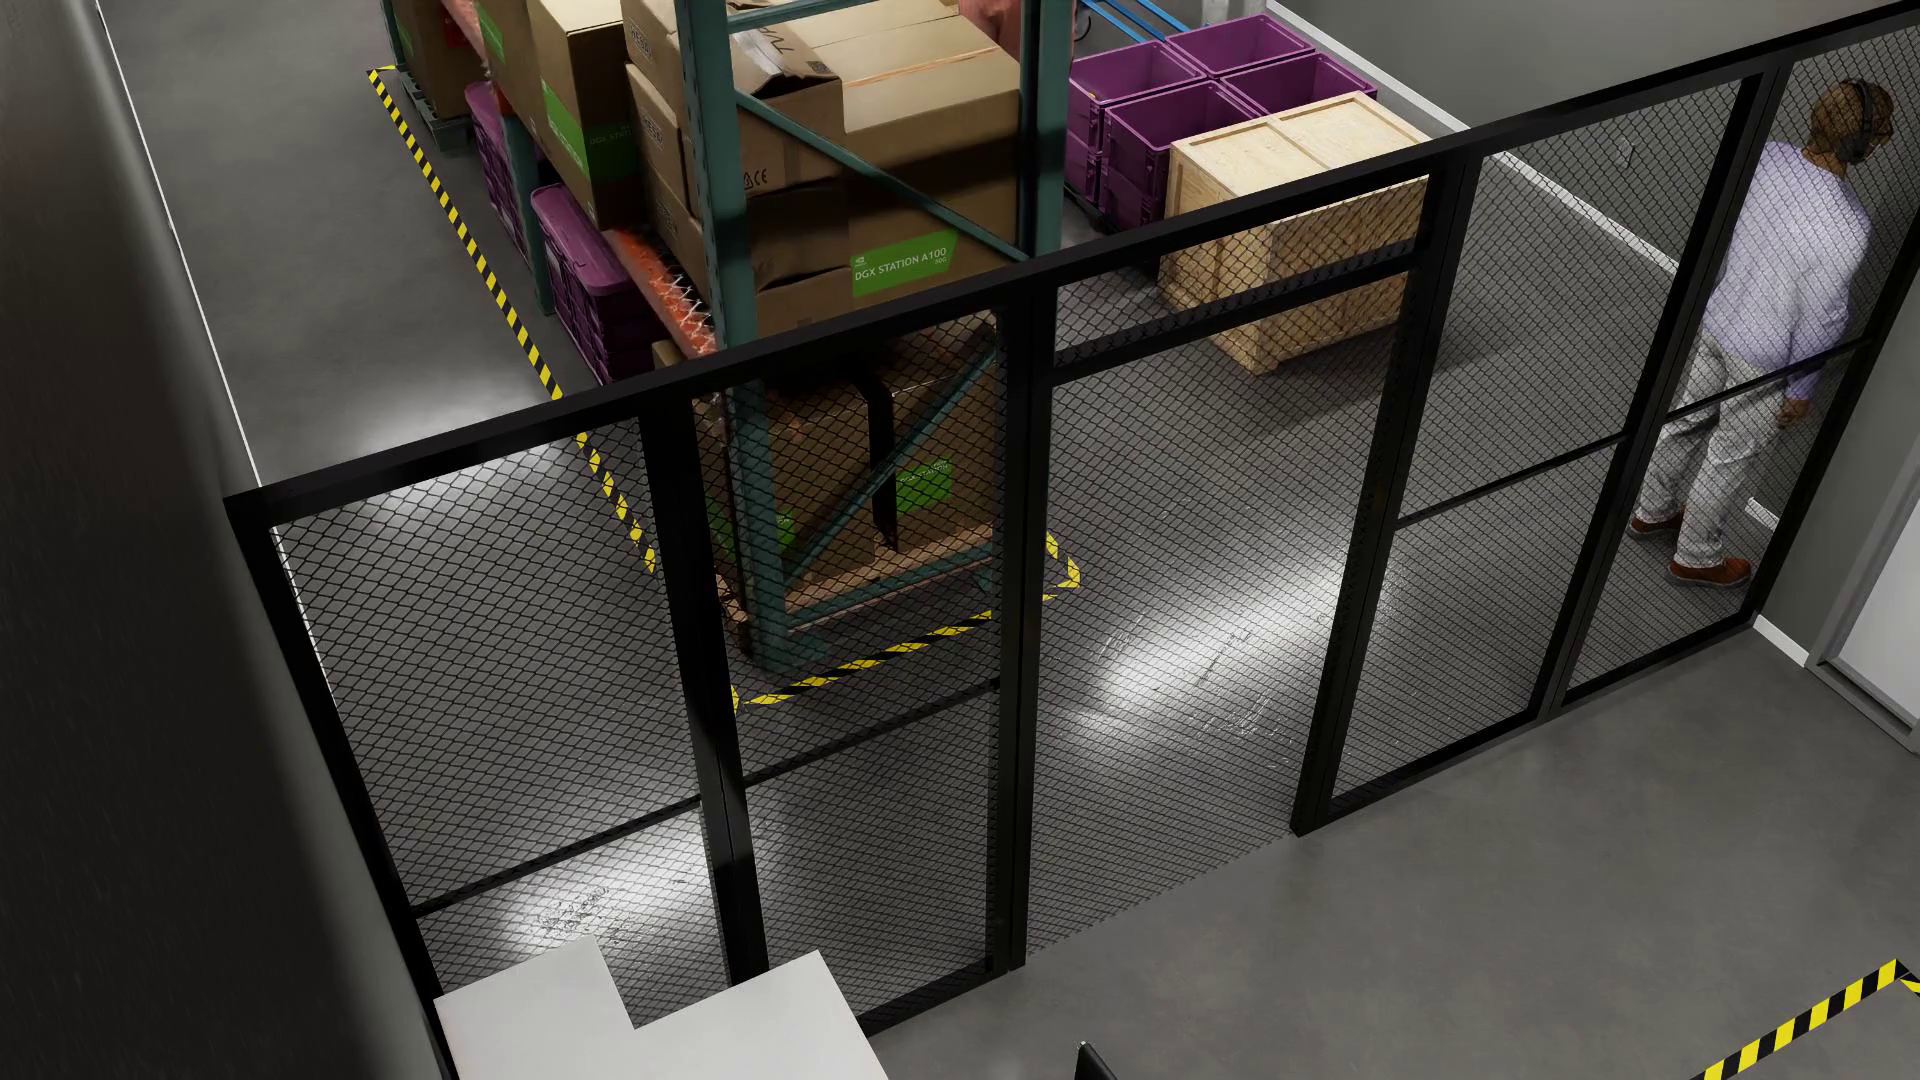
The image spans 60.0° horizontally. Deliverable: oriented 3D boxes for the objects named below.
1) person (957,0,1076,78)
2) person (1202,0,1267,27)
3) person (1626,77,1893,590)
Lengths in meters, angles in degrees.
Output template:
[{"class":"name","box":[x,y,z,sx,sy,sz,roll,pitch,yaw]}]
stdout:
[{"class":"person","box":[0.205,-1.818,6.900,0.623,1.983,0.399,-31,51,-30]},{"class":"person","box":[1.428,-3.277,8.607,0.594,1.832,0.403,-16,45,-17]},{"class":"person","box":[2.725,-0.671,5.679,0.373,1.940,0.630,-8,43,-9]}]
